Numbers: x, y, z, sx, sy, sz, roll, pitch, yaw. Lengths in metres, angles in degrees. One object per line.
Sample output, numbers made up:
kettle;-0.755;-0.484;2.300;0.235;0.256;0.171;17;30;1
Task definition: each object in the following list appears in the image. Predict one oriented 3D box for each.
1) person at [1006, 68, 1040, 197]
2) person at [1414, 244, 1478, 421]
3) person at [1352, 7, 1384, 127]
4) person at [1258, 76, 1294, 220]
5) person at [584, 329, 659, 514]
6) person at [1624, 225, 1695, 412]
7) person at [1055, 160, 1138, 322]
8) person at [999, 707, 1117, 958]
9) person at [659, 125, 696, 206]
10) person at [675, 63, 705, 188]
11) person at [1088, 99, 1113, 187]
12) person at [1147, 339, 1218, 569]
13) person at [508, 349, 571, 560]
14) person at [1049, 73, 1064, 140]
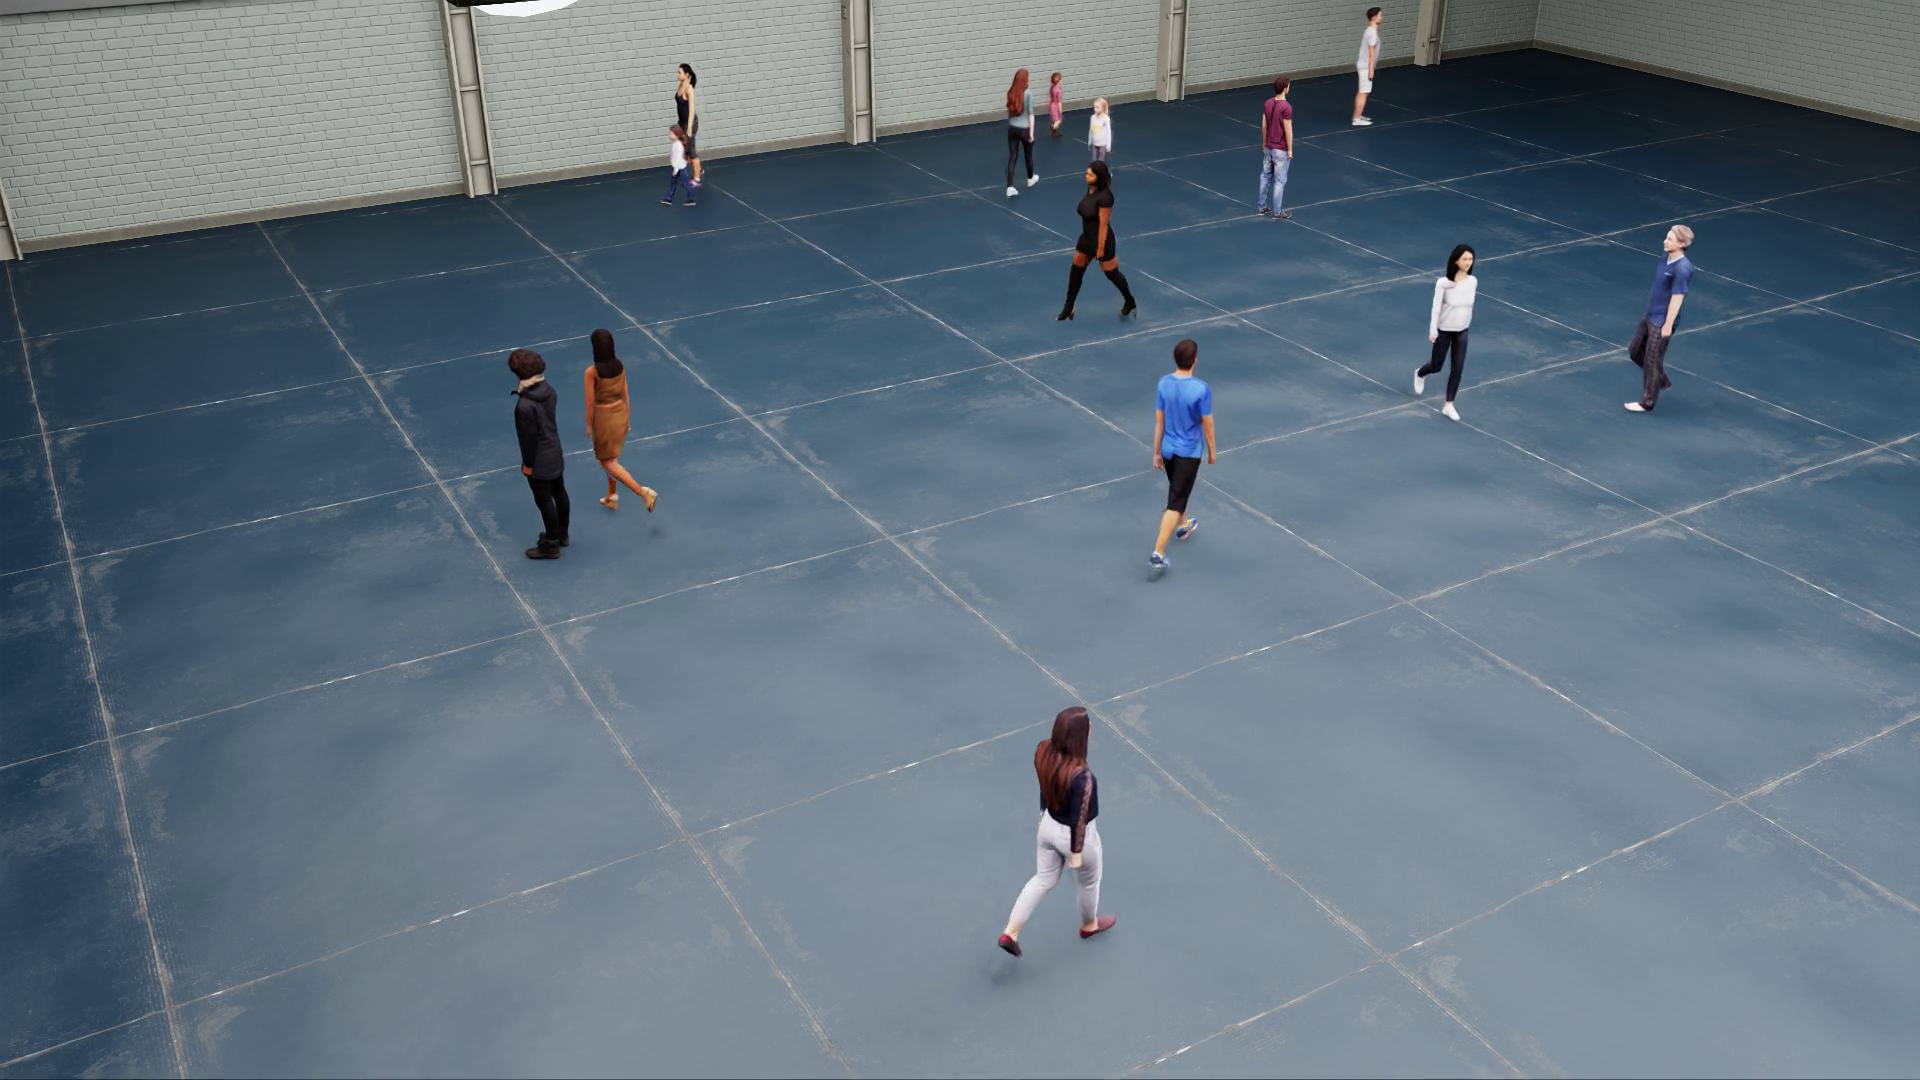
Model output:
person;0.776;-5.556;22.911;1.055;1.684;1.253;13;30;24
person;4.704;-2.043;16.084;0.940;1.687;0.830;-8;28;-14
person;6.511;-7.604;26.707;0.777;1.849;0.764;2;27;4
person;4.203;-5.214;22.059;0.595;1.855;0.684;-19;33;-33
person;-2.886;-0.928;13.945;0.902;1.662;0.994;17;32;30
person;6.859;-2.132;16.063;0.866;1.864;0.823;1;27;2
person;1.604;-3.244;18.290;1.232;1.803;0.796;-9;29;-17
person;0.531;1.634;9.056;1.032;1.583;0.642;-18;32;-31
person;-3.770;-5.097;22.667;0.705;1.090;0.485;-13;30;-23
person;-3.756;-5.864;23.461;0.598;1.727;0.608;-17;32;-30
person;2.006;-5.584;23.418;0.556;1.268;0.634;23;35;38
person;1.721;-0.637;13.203;0.966;1.825;1.314;18;32;32
person;-3.352;-0.697;13.371;0.783;1.778;0.725;6;28;12
person;1.476;-6.789;26.031;0.477;1.019;0.443;-16;31;-28
